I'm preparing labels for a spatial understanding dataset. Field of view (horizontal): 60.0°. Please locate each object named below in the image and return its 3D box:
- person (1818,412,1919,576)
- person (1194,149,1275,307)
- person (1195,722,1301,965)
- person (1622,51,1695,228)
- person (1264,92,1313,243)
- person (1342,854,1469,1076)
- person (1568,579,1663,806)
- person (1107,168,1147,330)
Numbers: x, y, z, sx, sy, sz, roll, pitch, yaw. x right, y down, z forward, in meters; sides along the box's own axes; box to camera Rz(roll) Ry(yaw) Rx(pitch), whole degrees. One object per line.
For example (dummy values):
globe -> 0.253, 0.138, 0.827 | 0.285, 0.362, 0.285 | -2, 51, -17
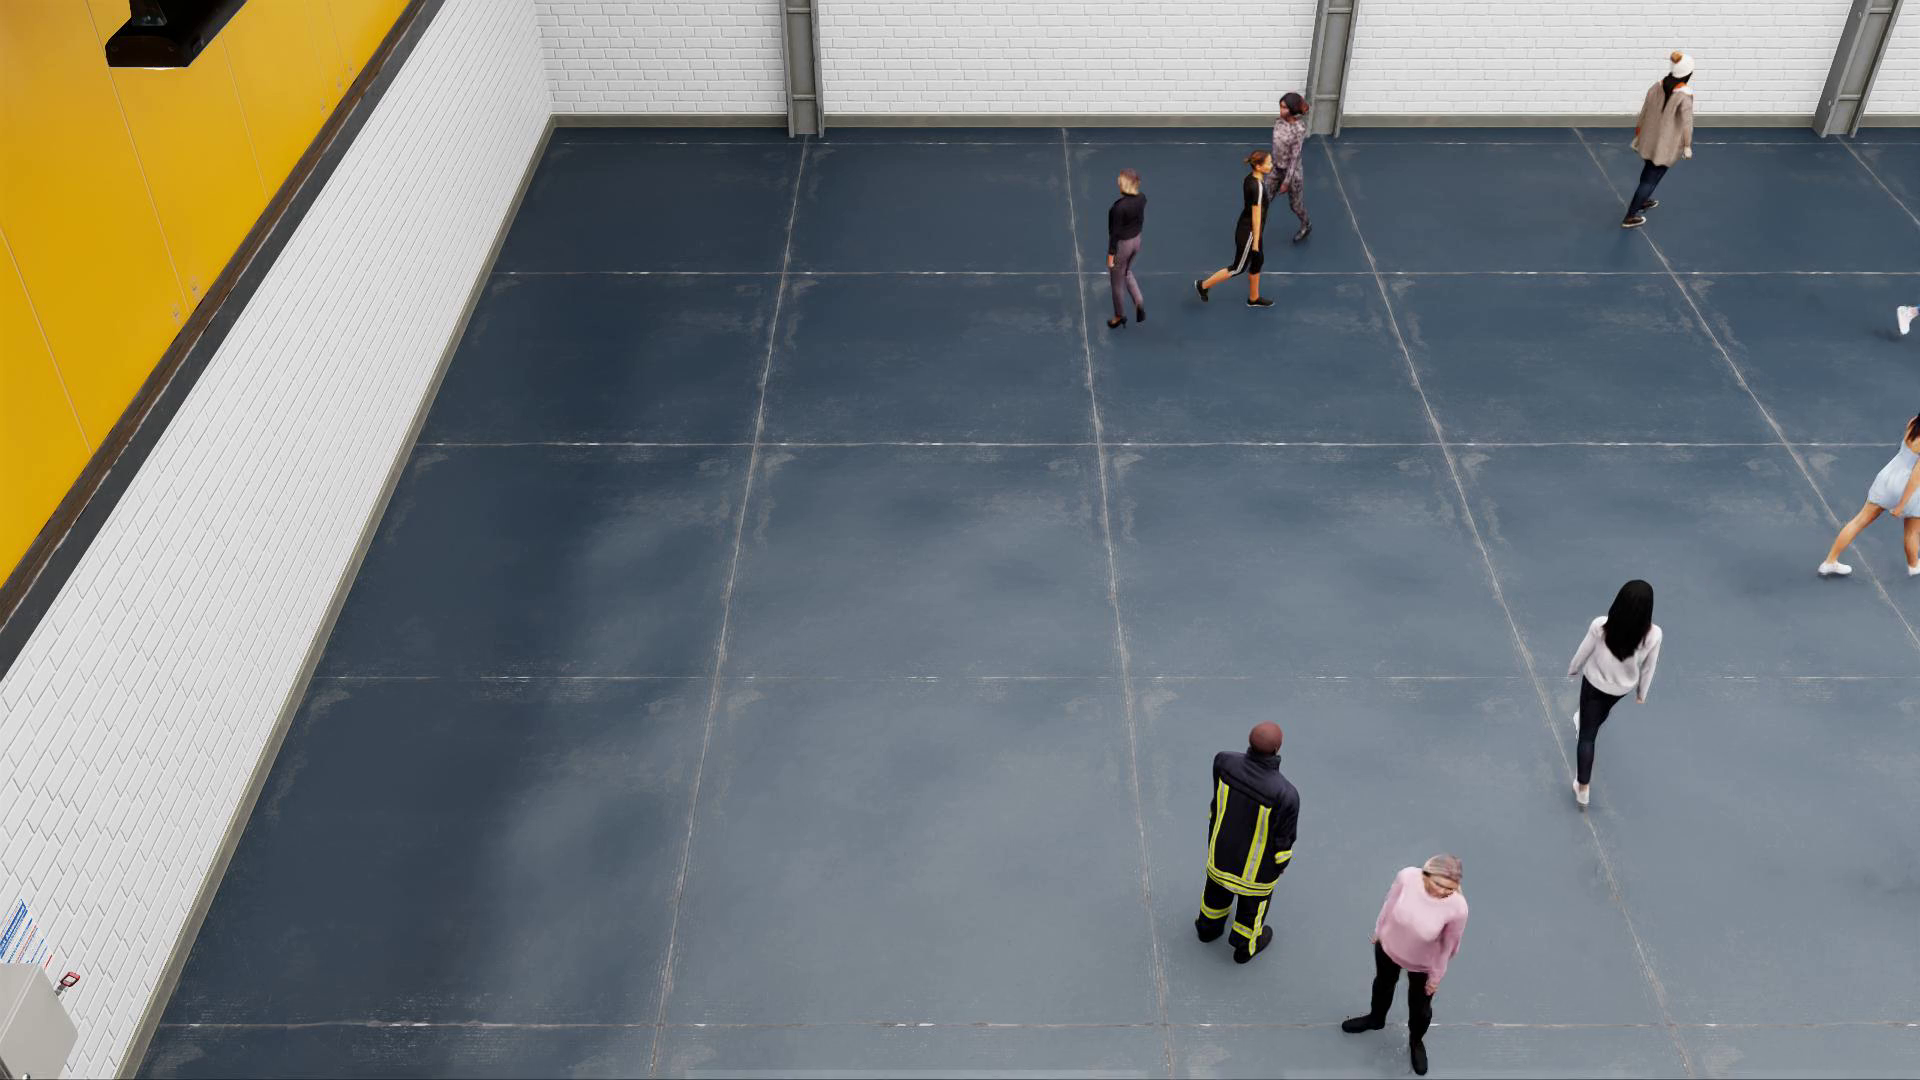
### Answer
person -> 7.010, -0.381, 12.596 | 1.148, 1.683, 0.679 | -5, 39, -6
person -> 2.668, -2.929, 15.820 | 1.034, 1.640, 0.644 | 4, 39, 5
person -> 1.695, 1.764, 9.799 | 0.841, 1.820, 0.912 | 29, 47, 32
person -> 7.127, -4.092, 17.093 | 0.995, 1.868, 0.880 | -14, 41, -17
person -> 3.353, -3.687, 16.739 | 1.174, 1.678, 1.029 | -26, 45, -29
person -> 2.498, 2.270, 9.282 | 0.800, 1.675, 0.737 | -23, 44, -26
person -> 4.232, 1.007, 10.879 | 1.067, 1.655, 0.813 | 6, 39, 8
person -> 1.601, -2.660, 15.463 | 0.832, 1.664, 0.773 | 28, 46, 30
